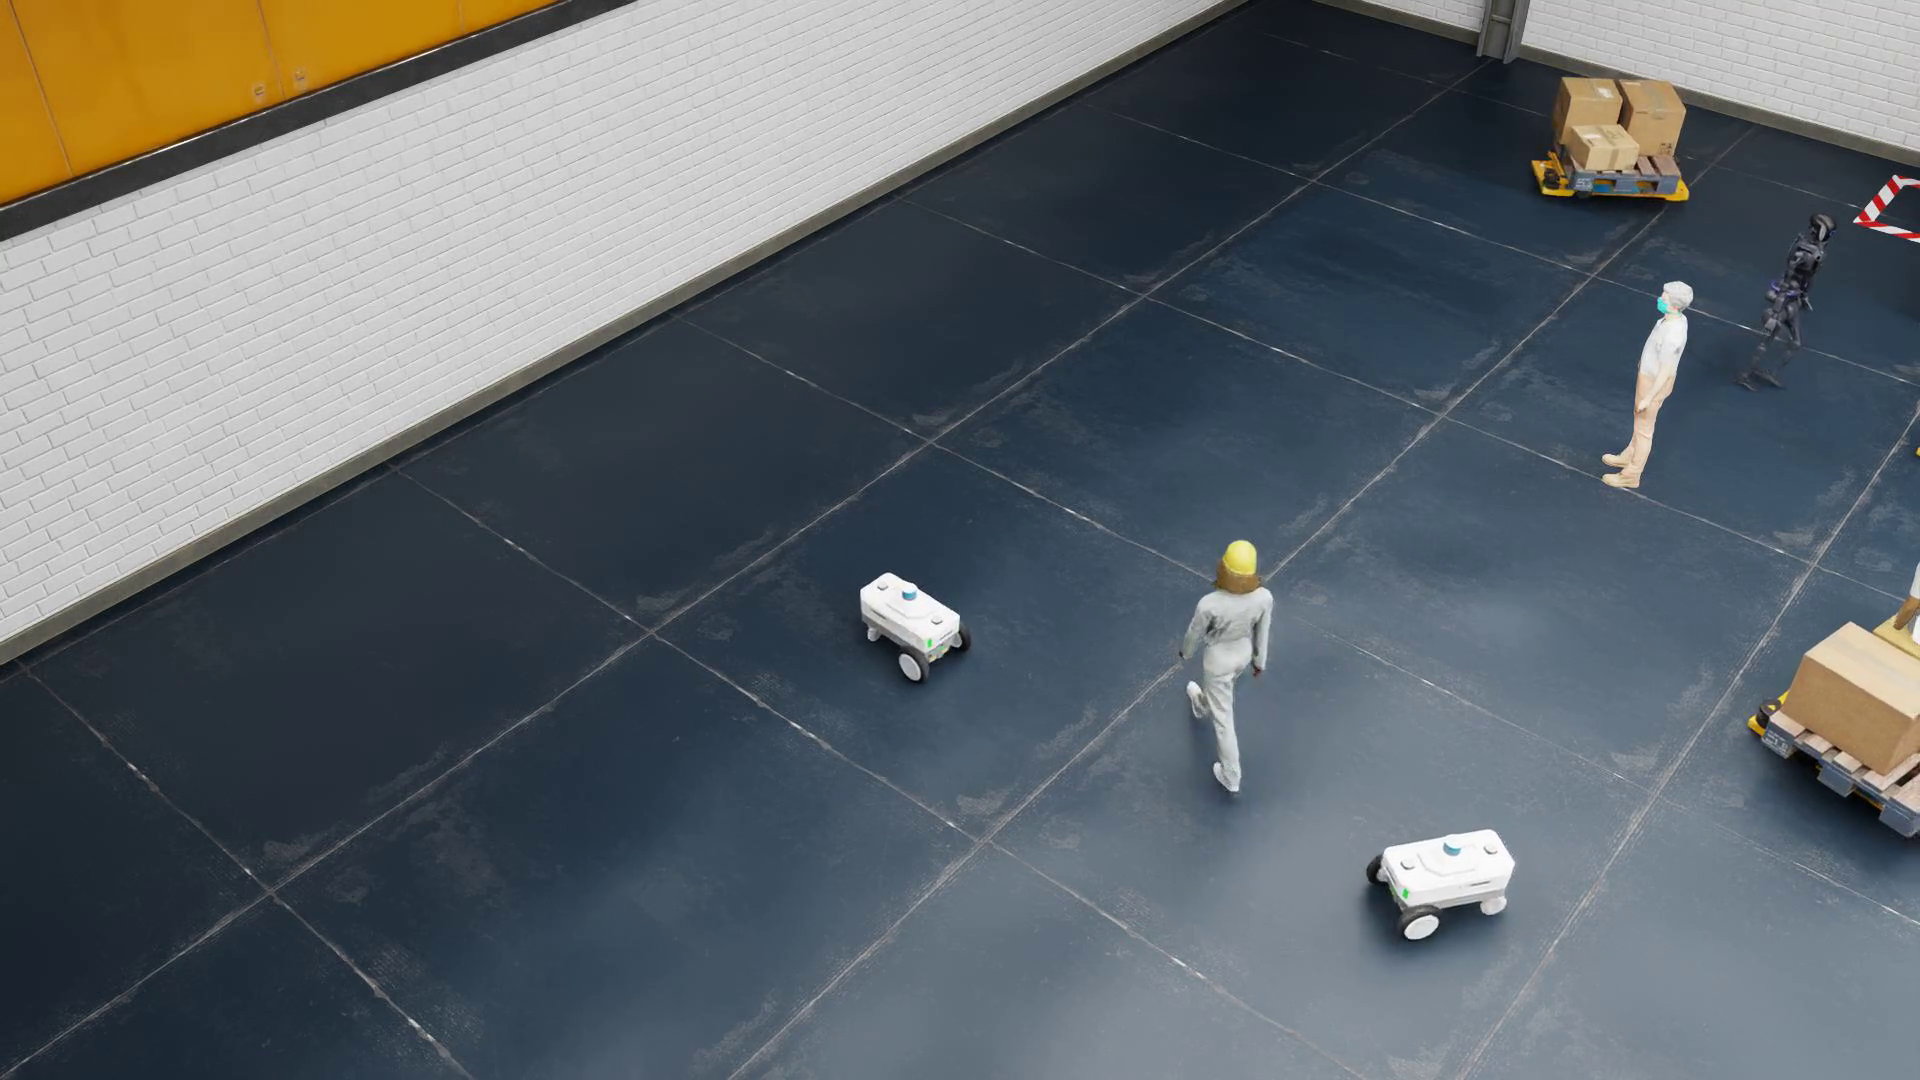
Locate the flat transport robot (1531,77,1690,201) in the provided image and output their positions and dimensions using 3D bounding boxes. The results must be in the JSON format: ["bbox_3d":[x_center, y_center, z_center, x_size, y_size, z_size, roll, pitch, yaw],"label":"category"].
[{"bbox_3d":[6.592,-3.695,16.873,1.431,0.231,0.659,3,39,4],"label":"flat transport robot"}]

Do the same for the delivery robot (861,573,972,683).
[{"bbox_3d":[-0.315,0.558,11.365,0.765,0.594,0.525,30,48,32],"label":"delivery robot"}]

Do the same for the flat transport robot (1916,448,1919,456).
[{"bbox_3d":[8.260,-0.462,12.860,0.659,0.231,1.431,-20,43,-23],"label":"flat transport robot"}]

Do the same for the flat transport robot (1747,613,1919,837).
[{"bbox_3d":[5.835,1.399,10.550,0.659,0.231,1.431,-25,45,-27],"label":"flat transport robot"}]

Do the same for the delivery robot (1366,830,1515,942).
[{"bbox_3d":[2.805,1.941,9.643,0.788,0.587,0.499,-8,40,-10],"label":"delivery robot"}]

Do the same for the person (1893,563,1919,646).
[{"bbox_3d":[6.036,0.613,10.272,0.563,1.840,0.397,10,40,12],"label":"person"}]

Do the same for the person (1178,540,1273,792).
[{"bbox_3d":[1.629,0.696,10.288,0.492,1.683,0.935,-12,40,-15],"label":"person"}]

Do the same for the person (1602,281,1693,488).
[{"bbox_3d":[5.220,-1.181,12.574,0.321,1.747,0.474,12,40,14],"label":"person"}]

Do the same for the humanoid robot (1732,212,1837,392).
[{"bbox_3d":[6.761,-1.921,13.549,0.612,1.643,0.457,-30,48,-32],"label":"humanoid robot"}]
